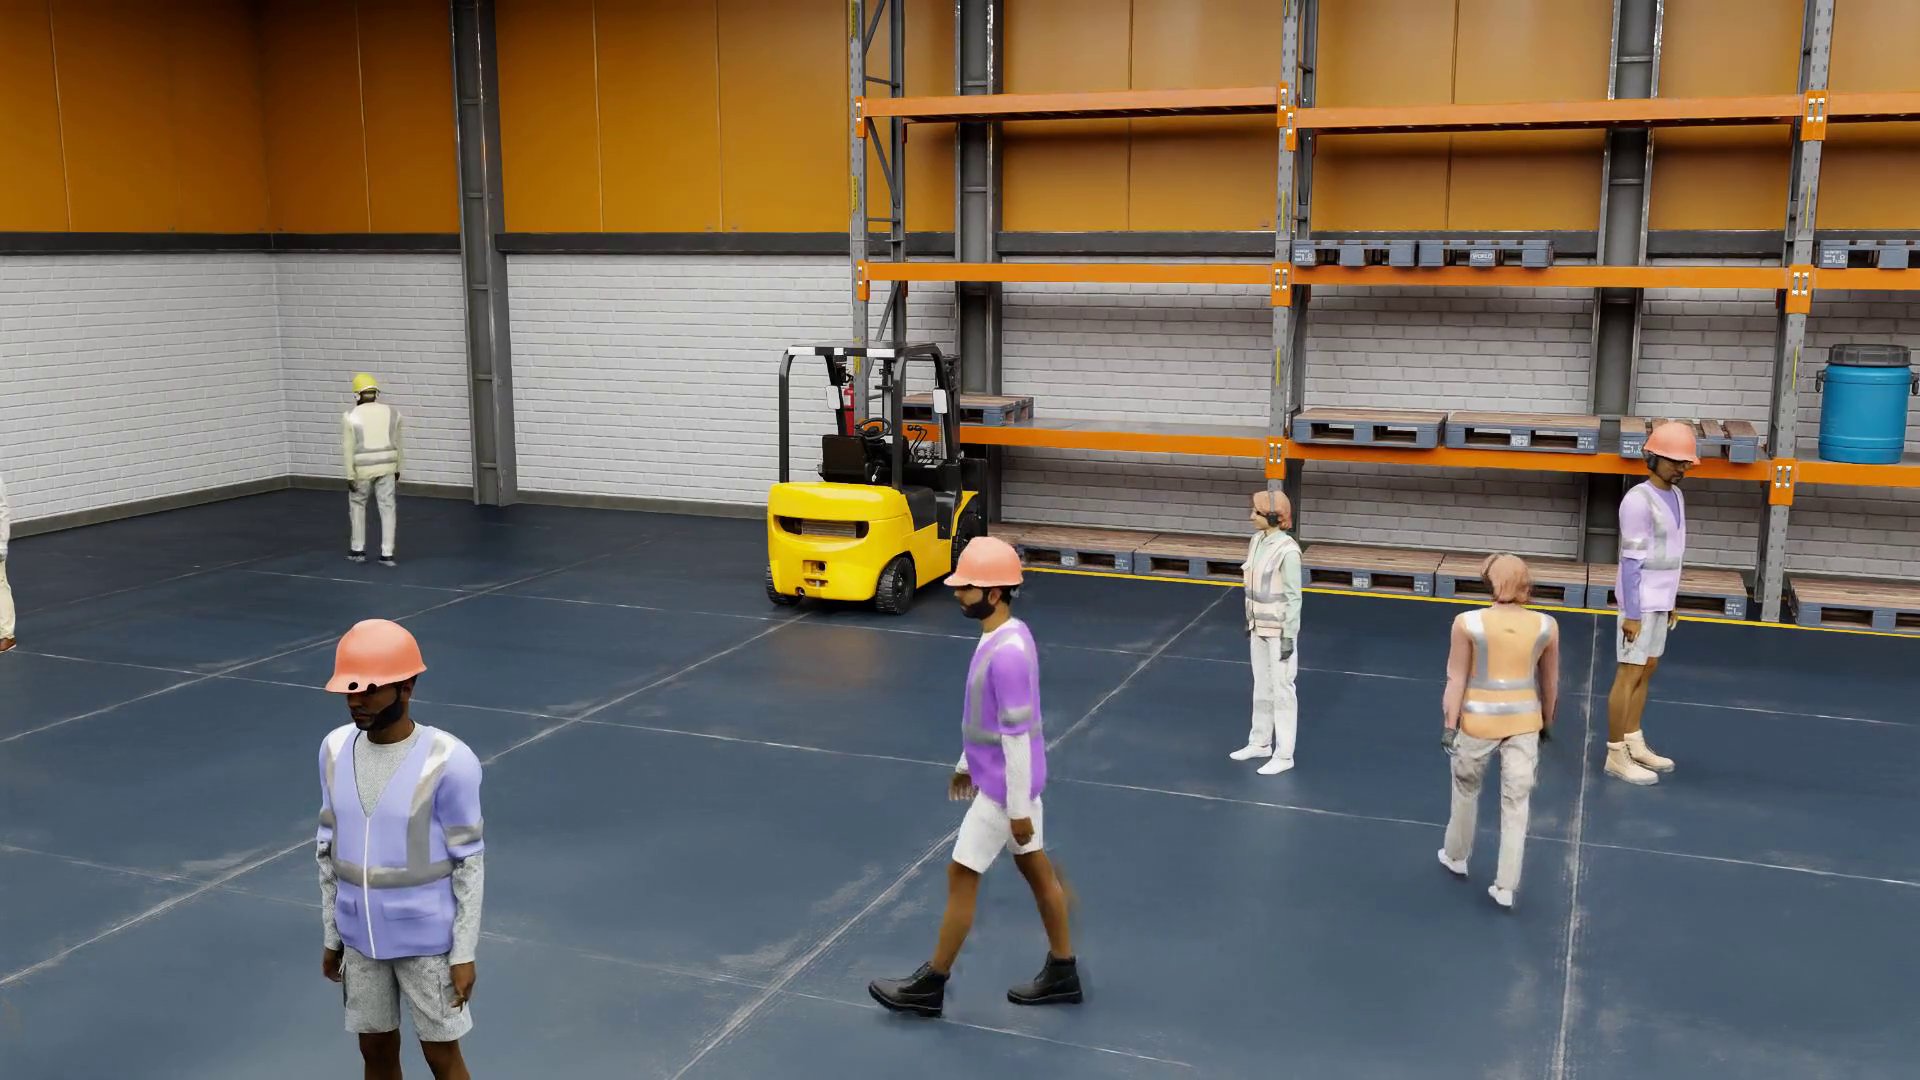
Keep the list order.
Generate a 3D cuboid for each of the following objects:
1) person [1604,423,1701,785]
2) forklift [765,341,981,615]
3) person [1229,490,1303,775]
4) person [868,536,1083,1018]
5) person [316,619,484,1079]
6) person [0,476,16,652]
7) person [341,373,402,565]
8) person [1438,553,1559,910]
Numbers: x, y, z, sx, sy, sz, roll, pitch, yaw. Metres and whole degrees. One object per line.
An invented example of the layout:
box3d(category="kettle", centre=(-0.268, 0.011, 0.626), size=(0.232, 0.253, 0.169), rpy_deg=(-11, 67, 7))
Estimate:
box3d(category="person", centre=(3.922, 0.348, 9.396), size=(0.403, 2.035, 0.609), rpy_deg=(9, 14, 42))
box3d(category="forklift", centre=(-0.739, -0.602, 14.246), size=(1.214, 2.155, 2.313), rpy_deg=(4, 11, 21))
box3d(category="person", centre=(1.786, 0.524, 9.529), size=(0.314, 1.636, 0.515), rpy_deg=(-3, 11, -17))
box3d(category="person", centre=(0.066, 0.928, 6.511), size=(0.940, 1.900, 0.545), rpy_deg=(1, 10, 4))
box3d(category="person", centre=(-1.697, 1.184, 5.013), size=(0.542, 1.938, 0.358), rpy_deg=(3, 11, 15))
box3d(category="person", centre=(-7.247, 0.027, 12.302), size=(0.499, 1.632, 0.285), rpy_deg=(3, 11, 18))
box3d(category="person", centre=(-5.583, -0.676, 15.728), size=(0.601, 1.810, 0.713), rpy_deg=(-8, 13, -37))
box3d(category="person", centre=(2.488, 0.850, 7.751), size=(0.552, 1.606, 0.729), rpy_deg=(0, 10, 1))
